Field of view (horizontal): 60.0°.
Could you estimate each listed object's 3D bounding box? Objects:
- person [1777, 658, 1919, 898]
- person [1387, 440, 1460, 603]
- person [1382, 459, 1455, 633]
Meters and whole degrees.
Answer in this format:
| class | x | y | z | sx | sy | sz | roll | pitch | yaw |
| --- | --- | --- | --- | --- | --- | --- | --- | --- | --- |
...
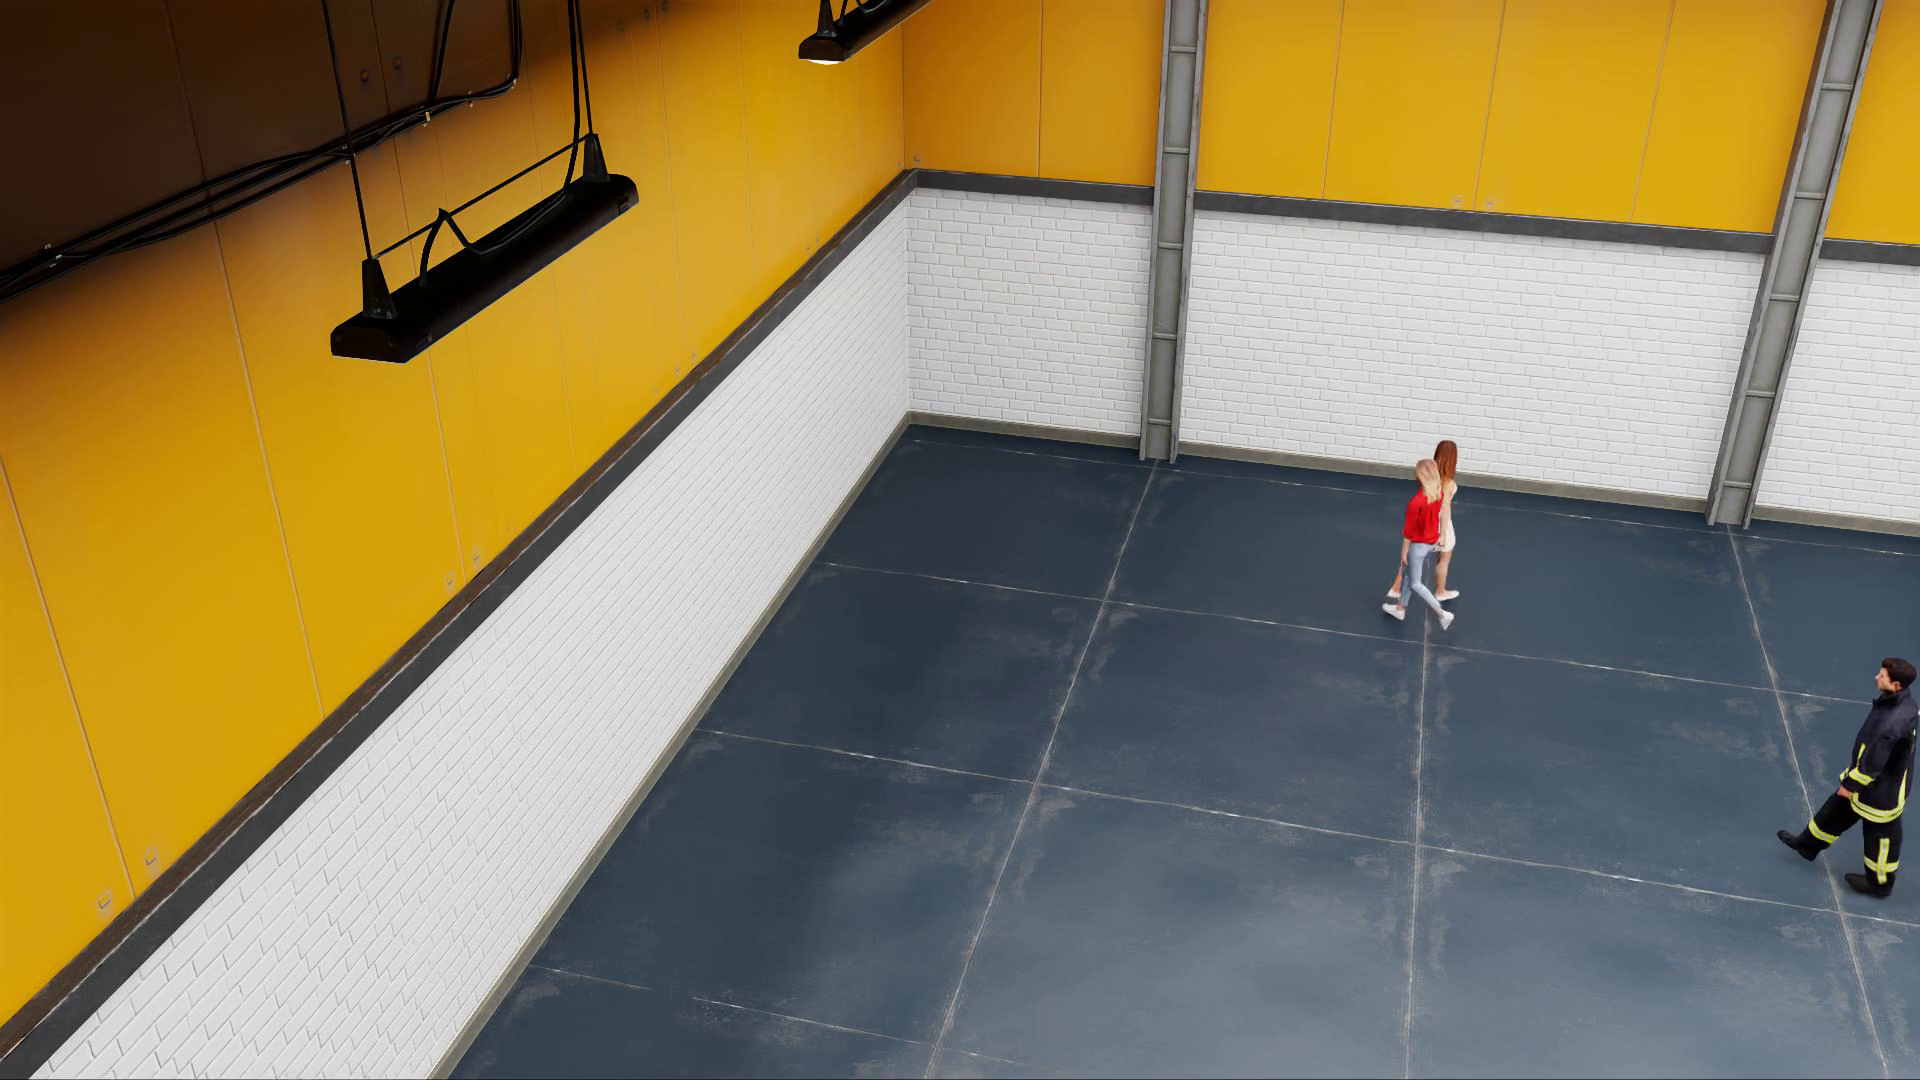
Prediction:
| class | x | y | z | sx | sy | sz | roll | pitch | yaw |
| --- | --- | --- | --- | --- | --- | --- | --- | --- | --- |
| person | 6.683 | 1.739 | 11.904 | 1.138 | 1.889 | 0.942 | 13 | 31 | 23 |
| person | 4.364 | -0.136 | 15.550 | 1.048 | 1.690 | 0.911 | -11 | 31 | -19 |
| person | 4.249 | 0.098 | 15.137 | 0.969 | 1.675 | 1.113 | -22 | 35 | -34 |
